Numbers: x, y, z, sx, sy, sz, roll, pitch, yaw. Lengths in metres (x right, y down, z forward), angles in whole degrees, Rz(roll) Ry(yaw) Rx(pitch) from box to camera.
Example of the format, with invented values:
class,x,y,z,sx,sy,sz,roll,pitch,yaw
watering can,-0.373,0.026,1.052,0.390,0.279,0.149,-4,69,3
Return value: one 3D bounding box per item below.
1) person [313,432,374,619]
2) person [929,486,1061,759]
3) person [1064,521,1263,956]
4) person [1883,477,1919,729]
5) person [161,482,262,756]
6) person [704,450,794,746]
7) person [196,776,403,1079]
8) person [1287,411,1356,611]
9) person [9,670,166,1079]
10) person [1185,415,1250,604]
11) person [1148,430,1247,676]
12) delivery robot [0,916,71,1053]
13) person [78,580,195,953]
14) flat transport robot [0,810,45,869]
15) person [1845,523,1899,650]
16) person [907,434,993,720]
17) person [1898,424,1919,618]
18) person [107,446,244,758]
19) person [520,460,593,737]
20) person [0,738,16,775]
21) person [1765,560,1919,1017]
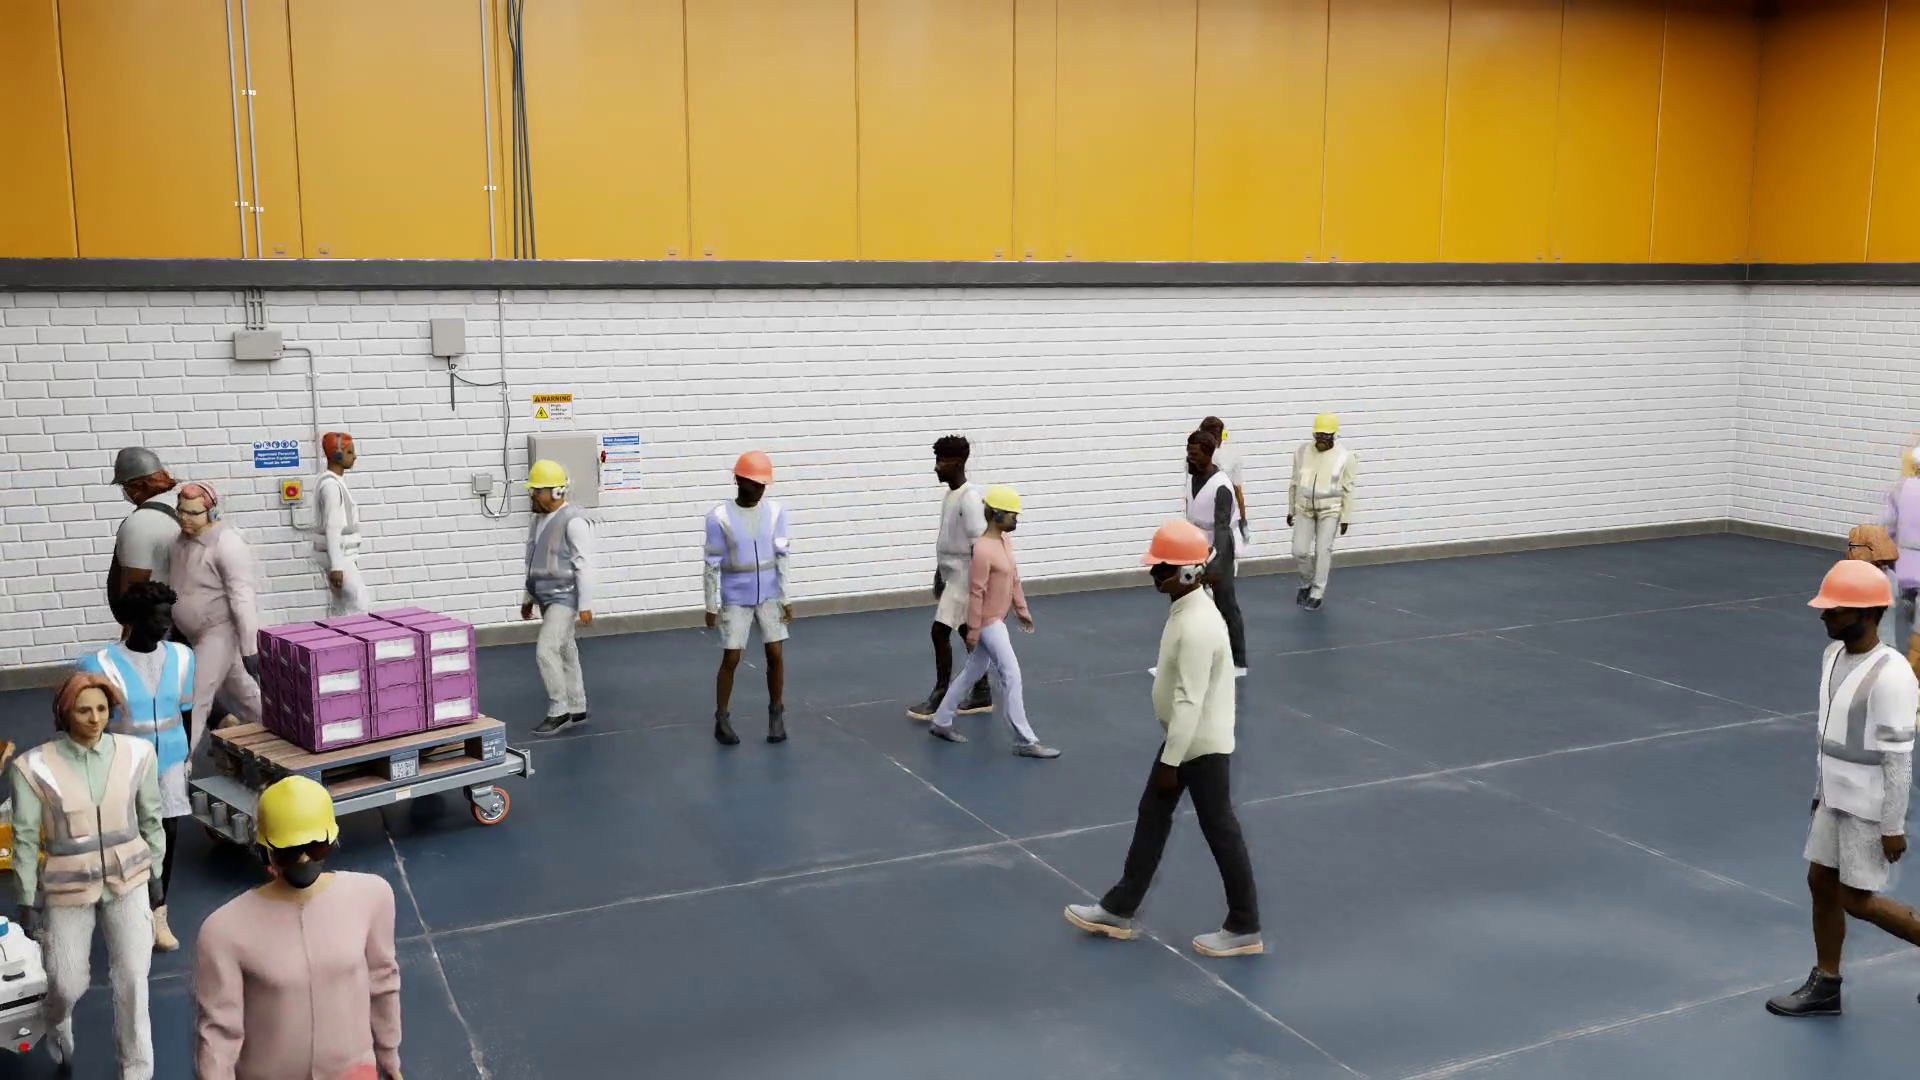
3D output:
class,x,y,z,sx,sy,sz,roll,pitch,yaw
person,-4.521,0.141,12.186,0.401,1.875,0.615,-3,10,-20
person,0.185,0.501,10.506,0.900,1.708,0.510,2,9,14
person,0.916,0.886,7.339,0.965,1.945,0.642,0,9,0
person,6.471,0.262,11.004,0.683,2.016,0.629,-3,10,-18
person,-4.391,0.565,9.697,0.656,1.836,1.029,9,13,44
person,-1.360,0.374,10.684,0.568,1.913,0.493,-5,10,-28
person,-1.745,1.469,4.463,0.552,1.716,0.920,-6,11,-35
person,3.208,-0.254,14.858,0.610,1.806,0.435,5,10,28
person,-3.162,1.257,6.049,0.524,1.621,0.611,-8,12,-42
person,2.129,-0.113,13.886,0.564,1.844,0.541,4,10,22
person,1.788,0.124,12.298,0.870,1.873,0.606,-3,10,-19
delivery robot,-3.690,1.691,6.384,0.477,0.478,0.707,-8,12,-42
person,-3.730,0.993,7.507,0.565,1.672,0.552,7,12,38
flat transport robot,-4.792,1.451,9.042,0.652,0.197,1.431,-2,9,-15
person,5.130,0.716,9.421,0.498,1.626,0.289,-8,12,-41
person,-0.103,0.258,11.271,0.779,1.935,0.650,-2,9,-12
person,8.261,-0.172,14.085,0.551,1.911,0.867,1,9,9
person,-4.789,0.412,10.013,0.621,2.000,0.721,1,9,6
person,-2.709,0.382,10.905,0.605,1.809,0.616,-8,12,-40
person,-5.713,0.598,9.424,0.604,1.860,0.558,5,11,30
person,3.683,1.022,6.651,0.682,1.915,0.565,1,9,3
